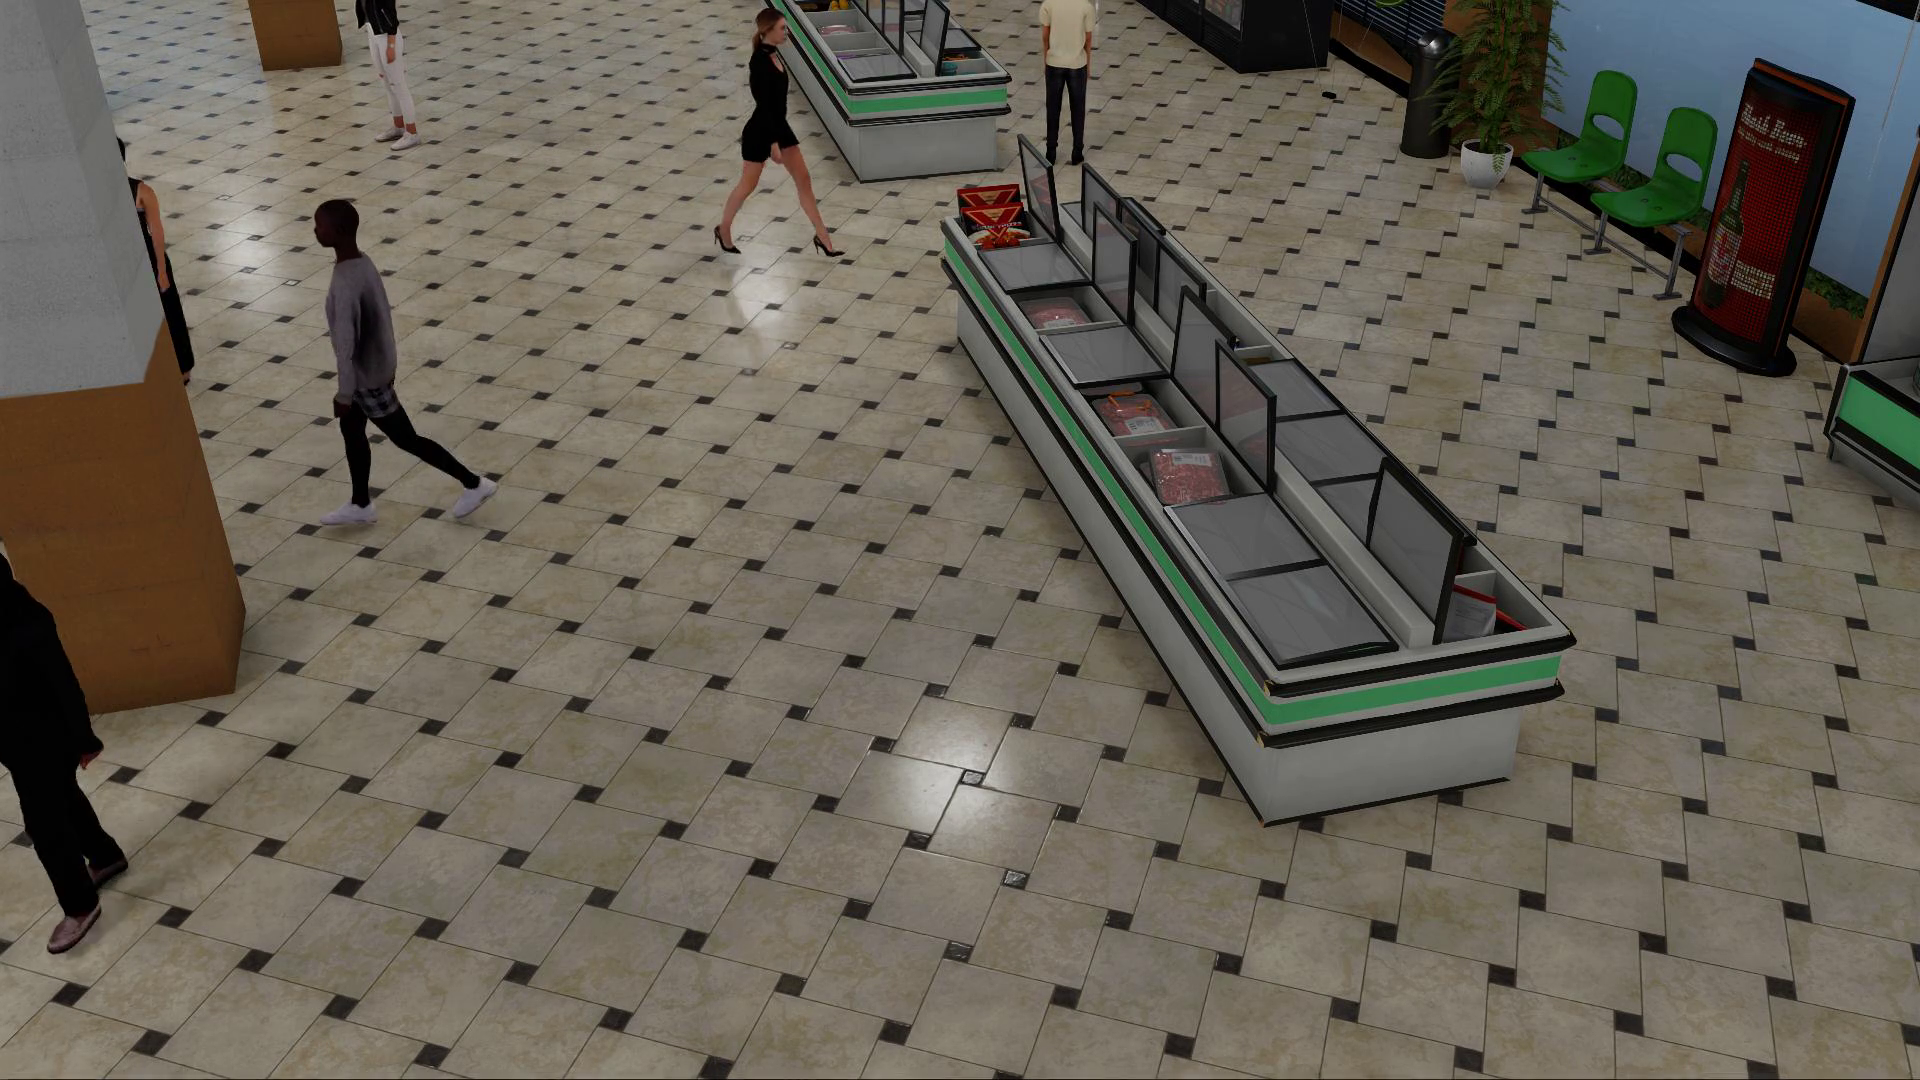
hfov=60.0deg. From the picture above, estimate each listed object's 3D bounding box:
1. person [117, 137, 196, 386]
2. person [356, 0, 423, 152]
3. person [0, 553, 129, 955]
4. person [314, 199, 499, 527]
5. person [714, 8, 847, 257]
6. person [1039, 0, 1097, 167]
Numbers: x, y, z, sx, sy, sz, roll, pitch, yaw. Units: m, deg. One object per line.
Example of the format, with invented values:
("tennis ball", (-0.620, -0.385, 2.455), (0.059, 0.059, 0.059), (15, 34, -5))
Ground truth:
("person", (-4.704, -1.595, 9.639), (0.750, 1.578, 0.939), (1, 32, 1))
("person", (-4.653, -4.046, 13.460), (0.725, 1.704, 0.597), (-24, 39, -33))
("person", (-3.302, 0.647, 6.015), (0.836, 1.601, 0.899), (12, 34, 19))
("person", (-2.814, -0.819, 8.237), (0.693, 1.743, 1.065), (-9, 33, -14))
("person", (-1.371, -2.691, 11.278), (0.998, 1.709, 1.175), (5, 32, 8))
("person", (0.838, -3.738, 13.075), (0.650, 1.587, 0.601), (3, 32, 4))
